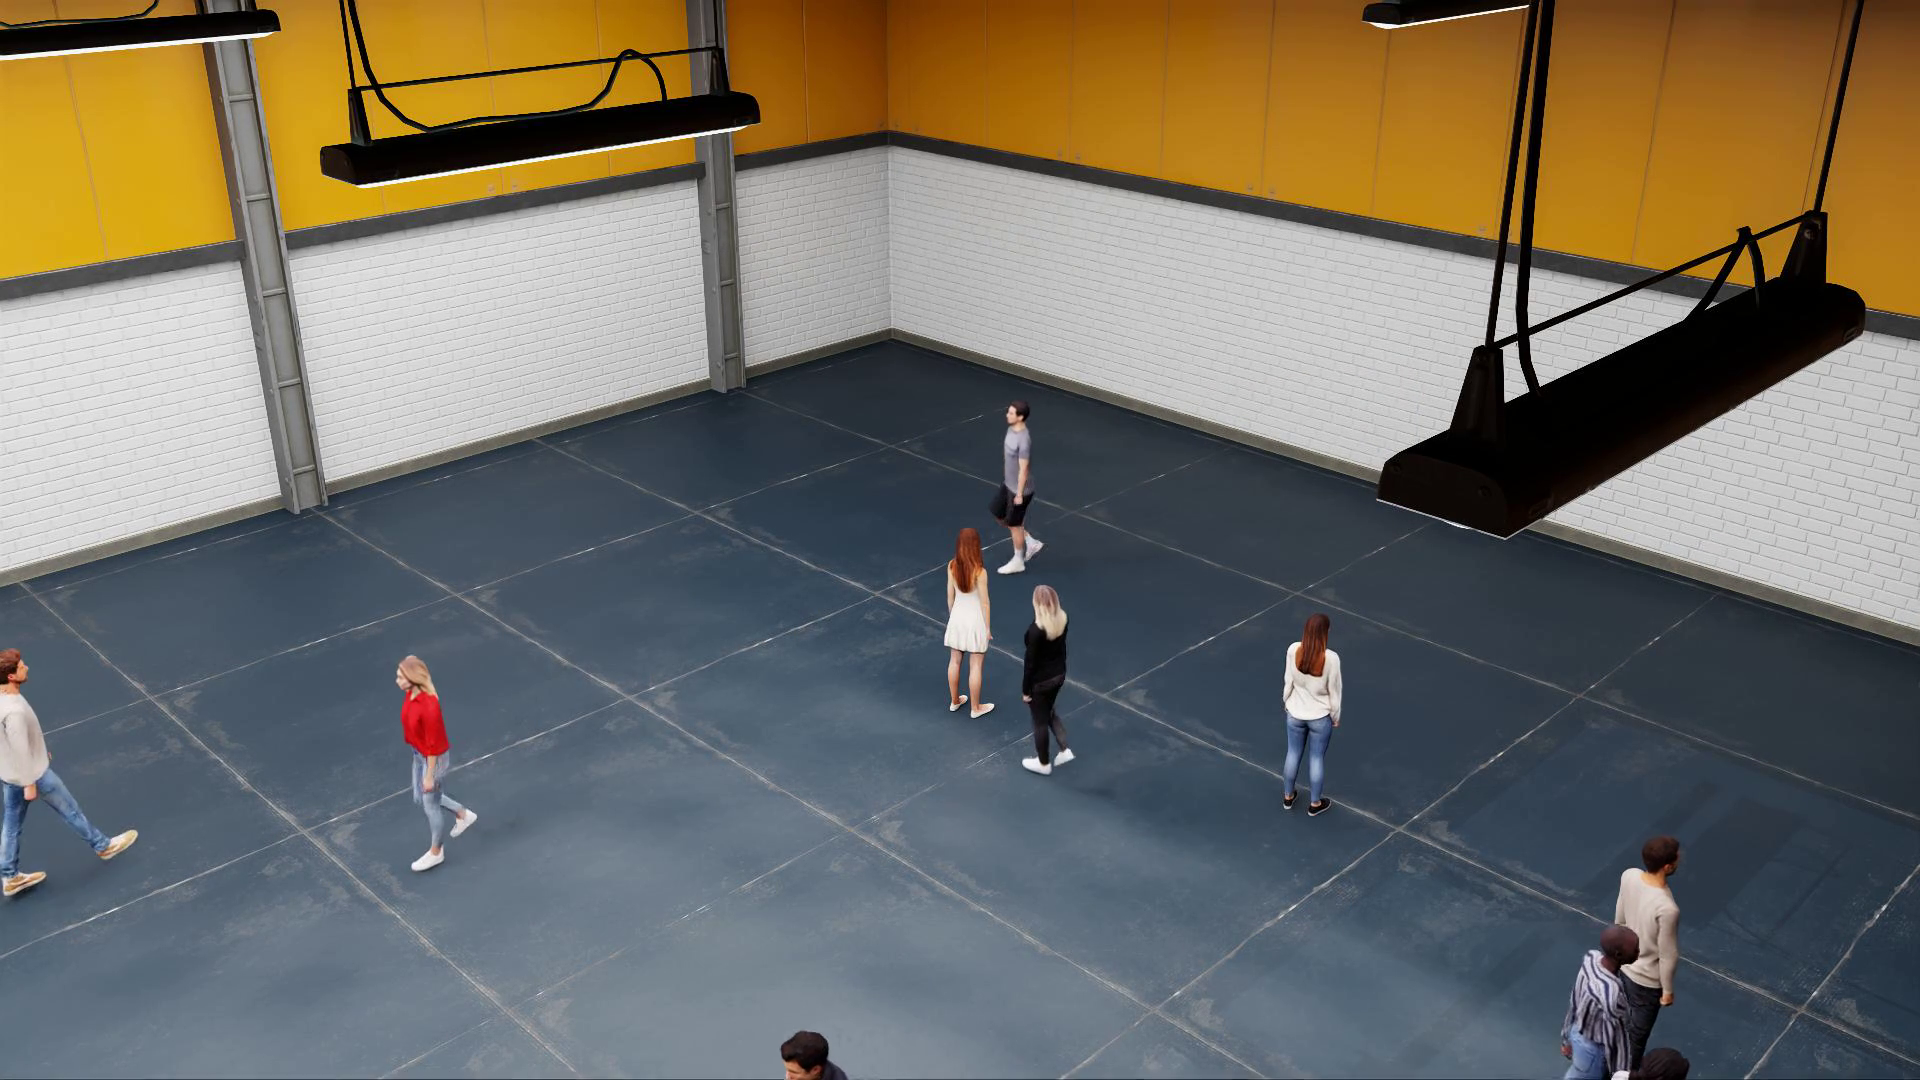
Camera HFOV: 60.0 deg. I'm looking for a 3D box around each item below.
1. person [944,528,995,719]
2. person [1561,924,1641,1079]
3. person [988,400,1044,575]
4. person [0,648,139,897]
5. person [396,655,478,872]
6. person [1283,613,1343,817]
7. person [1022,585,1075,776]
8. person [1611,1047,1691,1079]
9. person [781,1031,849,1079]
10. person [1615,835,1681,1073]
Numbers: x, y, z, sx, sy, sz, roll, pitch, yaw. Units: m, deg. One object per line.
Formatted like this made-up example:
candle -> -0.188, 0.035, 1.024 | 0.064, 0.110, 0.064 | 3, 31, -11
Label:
person -> 0.068, 0.697, 14.219 | 0.595, 1.709, 0.563 | 16, 28, 32
person -> 3.384, 2.890, 9.169 | 1.193, 1.734, 1.199 | 2, 24, 6
person -> 0.669, -0.547, 16.877 | 0.941, 1.860, 0.871 | -6, 24, -14
person -> -6.710, 1.685, 11.777 | 0.690, 1.854, 1.139 | 20, 31, 38
person -> -3.825, 1.600, 12.171 | 0.804, 1.695, 0.667 | -19, 30, -36
person -> 2.698, 1.332, 12.788 | 0.656, 1.692, 0.607 | 15, 28, 31
person -> 0.757, 1.151, 13.221 | 0.700, 1.676, 0.641 | 19, 30, 37
person -> 3.212, 3.249, 8.388 | 0.998, 1.702, 0.948 | 0, 24, 1
person -> -0.527, 3.188, 8.281 | 0.904, 1.901, 0.906 | -7, 25, -16
person -> 4.001, 2.537, 9.809 | 0.739, 1.868, 0.739 | -7, 25, -15
